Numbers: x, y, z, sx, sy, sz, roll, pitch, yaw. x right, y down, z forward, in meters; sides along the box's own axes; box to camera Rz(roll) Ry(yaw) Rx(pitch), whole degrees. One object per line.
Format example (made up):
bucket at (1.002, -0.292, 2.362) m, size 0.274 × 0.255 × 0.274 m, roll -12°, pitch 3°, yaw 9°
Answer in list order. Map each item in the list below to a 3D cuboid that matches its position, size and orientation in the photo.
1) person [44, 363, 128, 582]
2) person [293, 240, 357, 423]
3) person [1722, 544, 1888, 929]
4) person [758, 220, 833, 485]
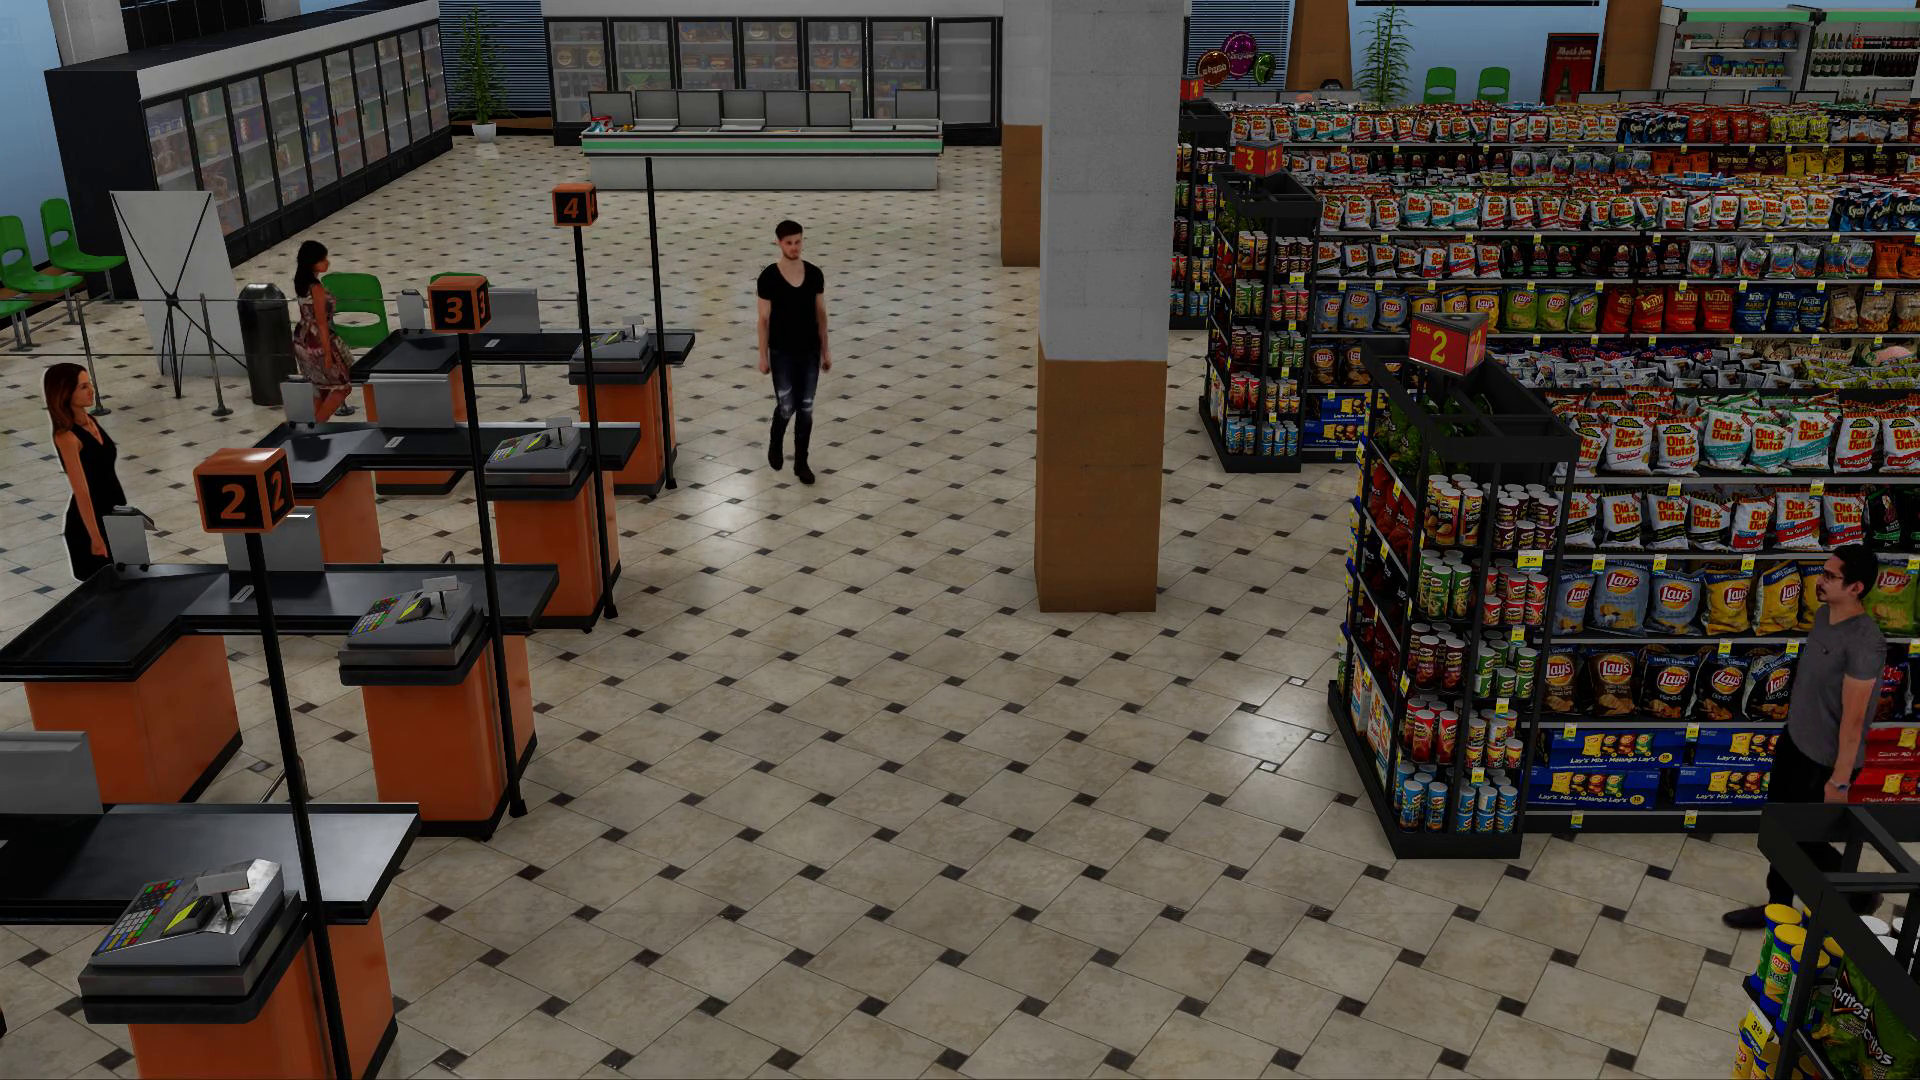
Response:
person at (-4.475, -0.033, 8.661) m, size 0.582 × 1.834 × 0.618 m, roll -4°, pitch 22°, yaw -10°
person at (-4.829, -1.399, 12.332) m, size 0.838 × 1.632 × 0.898 m, roll 18°, pitch 28°, yaw 38°
person at (3.491, 0.848, 6.597) m, size 0.767 × 1.739 × 0.650 m, roll 1°, pitch 22°, yaw 3°
person at (-1.206, -1.361, 11.900) m, size 0.838 × 1.883 × 0.884 m, roll -9°, pitch 24°, yaw -21°
